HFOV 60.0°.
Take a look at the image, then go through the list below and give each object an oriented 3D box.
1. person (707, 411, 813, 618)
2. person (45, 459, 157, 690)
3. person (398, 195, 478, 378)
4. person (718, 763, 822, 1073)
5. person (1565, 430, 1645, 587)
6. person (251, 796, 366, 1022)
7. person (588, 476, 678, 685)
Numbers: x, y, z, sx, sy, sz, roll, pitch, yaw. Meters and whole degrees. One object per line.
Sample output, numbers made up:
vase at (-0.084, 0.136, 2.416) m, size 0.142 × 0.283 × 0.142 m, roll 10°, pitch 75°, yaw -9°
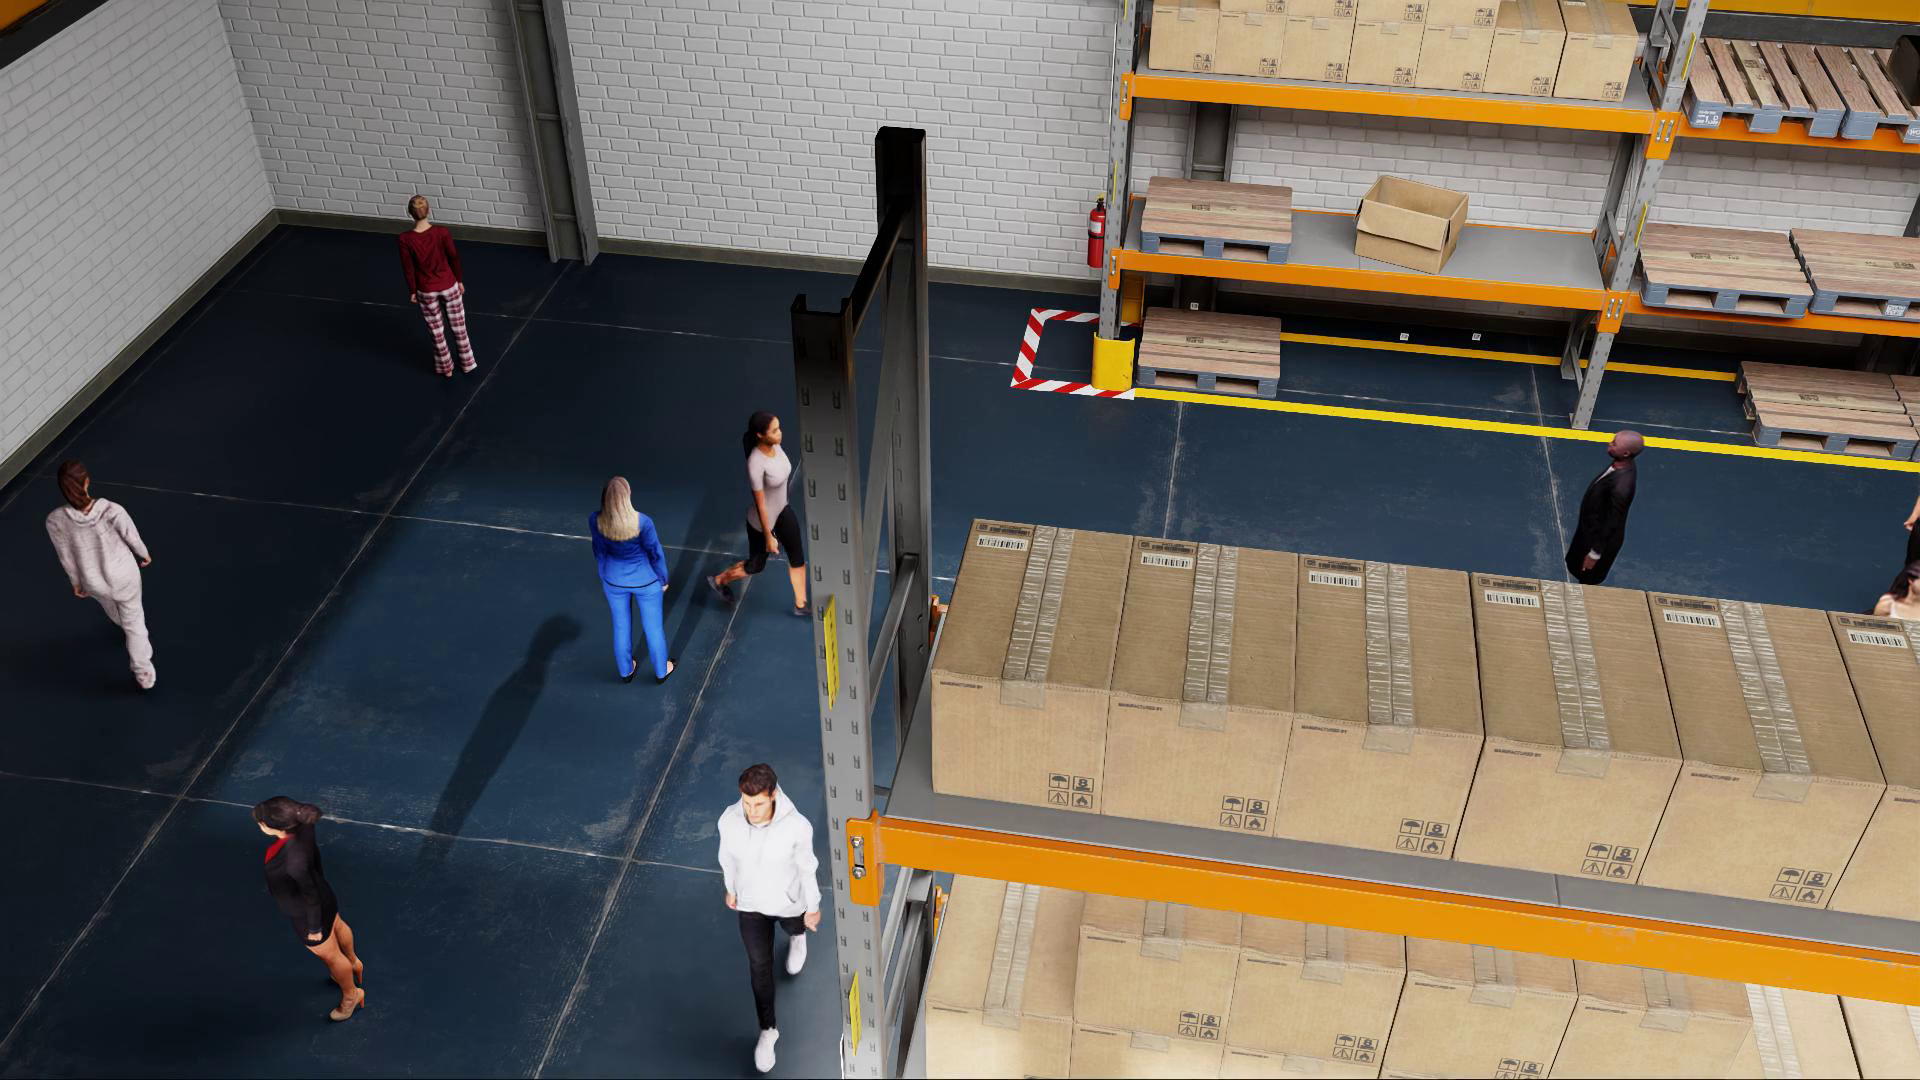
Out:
person at (-1.400, -0.139, 11.528) m, size 1.175 × 1.714 × 0.780 m, roll 15°, pitch 41°, yaw 18°
person at (-5.662, 0.286, 11.053) m, size 1.091 × 1.643 × 0.991 m, roll -10°, pitch 40°, yaw -12°
person at (-4.427, -2.153, 14.063) m, size 0.626 × 1.698 × 0.742 m, roll -14°, pitch 41°, yaw -17°
person at (-0.980, 1.836, 8.918) m, size 1.174 × 1.885 × 0.854 m, roll 2°, pitch 39°, yaw 2°
person at (4.370, -0.010, 11.328) m, size 0.609 × 1.762 × 0.688 m, roll 13°, pitch 40°, yaw 16°
person at (-3.482, 1.966, 8.951) m, size 0.727 × 1.640 × 0.683 m, roll -9°, pitch 39°, yaw -11°
person at (-2.174, 0.278, 11.017) m, size 0.502 × 1.701 × 0.691 m, roll 4°, pitch 39°, yaw 4°
